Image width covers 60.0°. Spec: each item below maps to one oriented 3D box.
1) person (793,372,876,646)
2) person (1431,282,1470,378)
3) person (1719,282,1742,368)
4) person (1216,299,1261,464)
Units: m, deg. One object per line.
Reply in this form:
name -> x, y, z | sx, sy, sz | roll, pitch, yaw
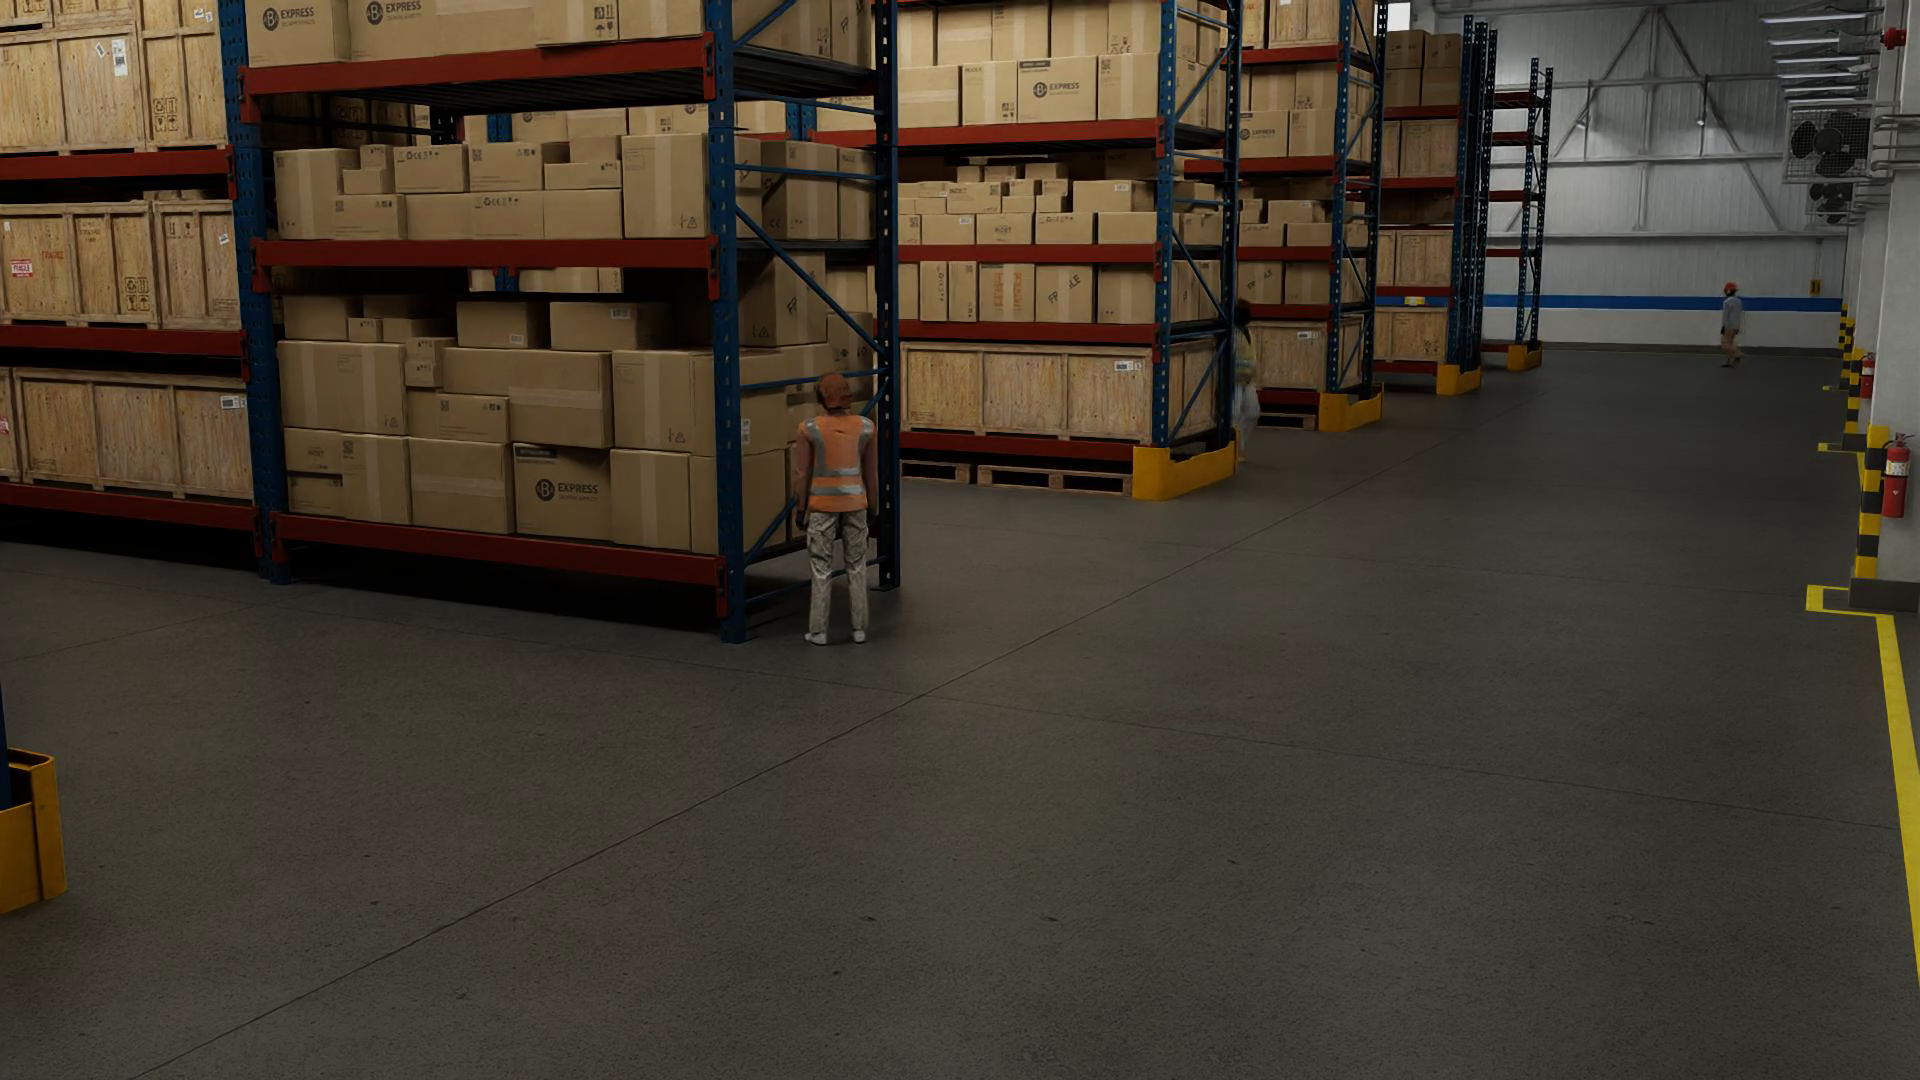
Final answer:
person -> -0.739, -0.177, 9.890 | 0.518, 1.632, 0.315 | -4, 11, -21
person -> 9.004, -3.824, 30.290 | 0.562, 1.879, 1.011 | -7, 12, -34
person -> 15.618, -4.346, 33.684 | 0.598, 1.741, 0.486 | -8, 12, -37
person -> 3.075, -1.743, 18.393 | 0.450, 1.824, 0.641 | 7, 12, 37
